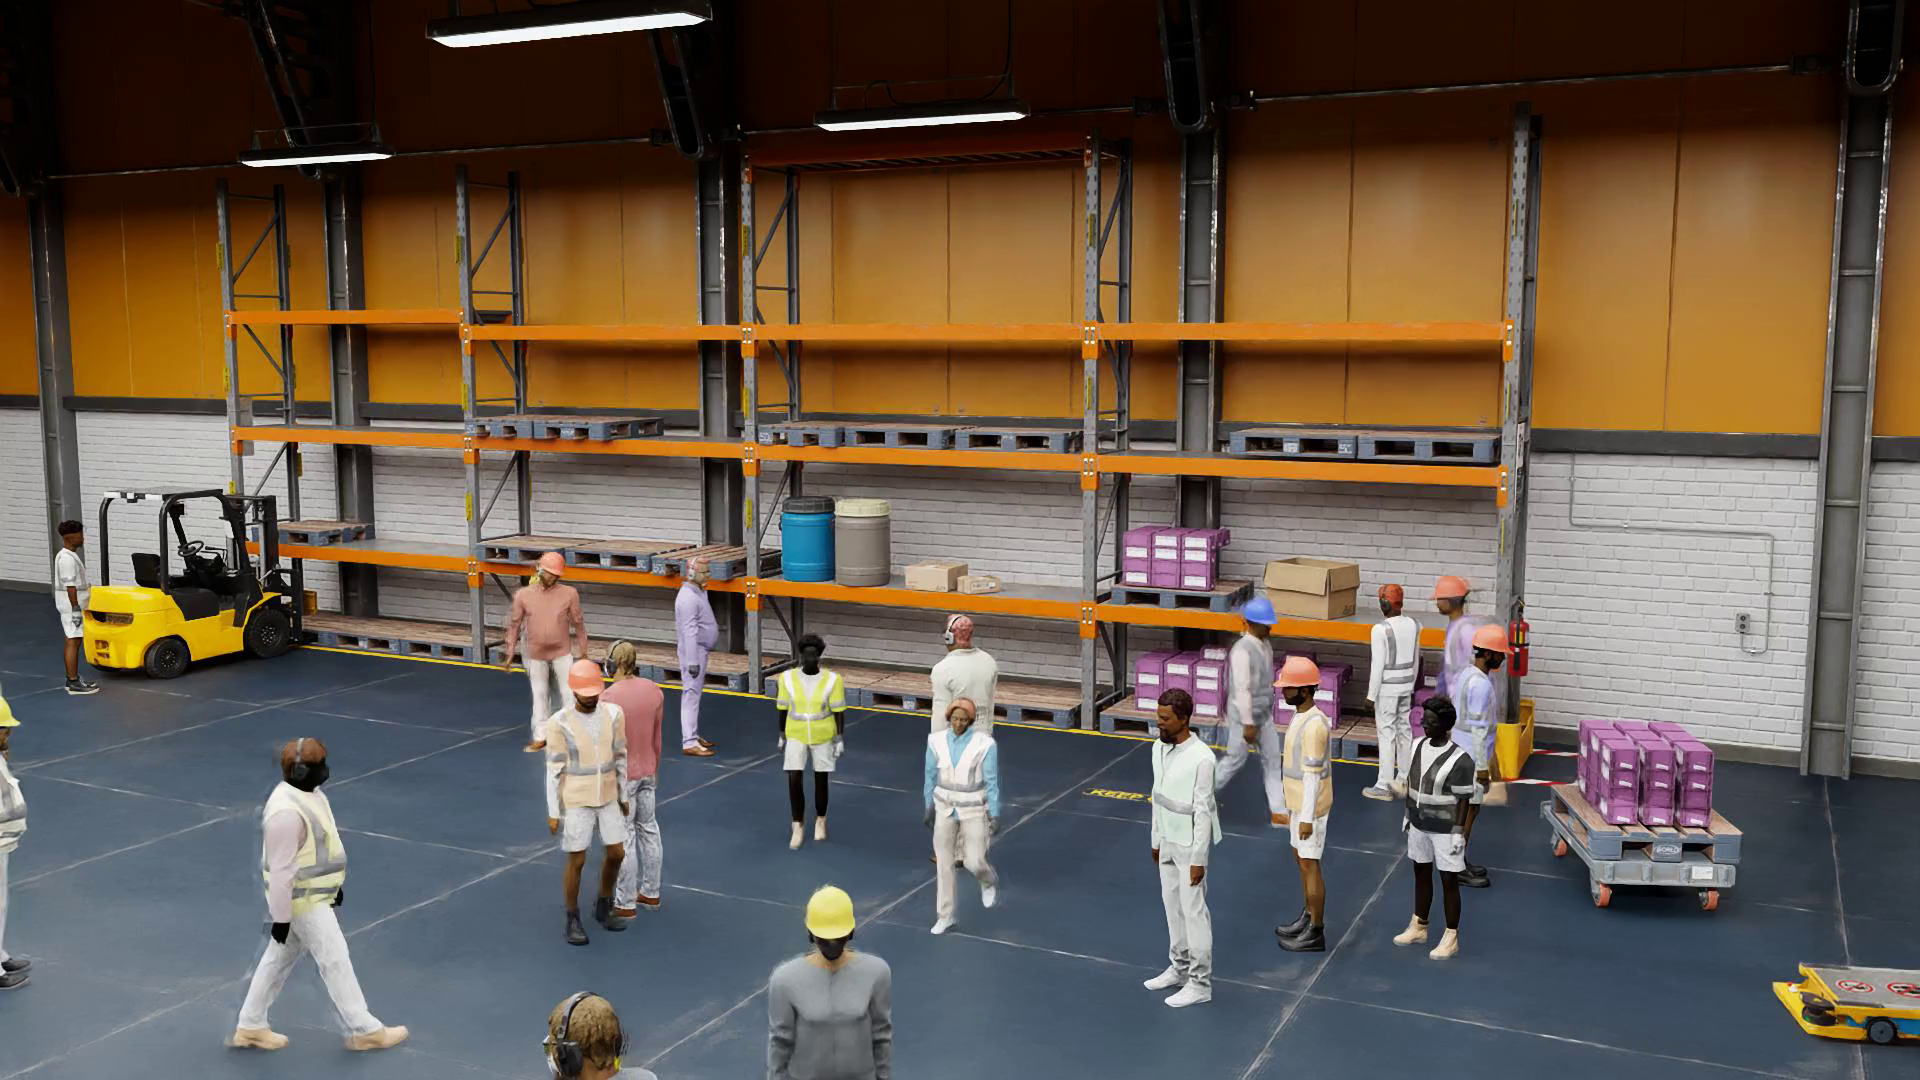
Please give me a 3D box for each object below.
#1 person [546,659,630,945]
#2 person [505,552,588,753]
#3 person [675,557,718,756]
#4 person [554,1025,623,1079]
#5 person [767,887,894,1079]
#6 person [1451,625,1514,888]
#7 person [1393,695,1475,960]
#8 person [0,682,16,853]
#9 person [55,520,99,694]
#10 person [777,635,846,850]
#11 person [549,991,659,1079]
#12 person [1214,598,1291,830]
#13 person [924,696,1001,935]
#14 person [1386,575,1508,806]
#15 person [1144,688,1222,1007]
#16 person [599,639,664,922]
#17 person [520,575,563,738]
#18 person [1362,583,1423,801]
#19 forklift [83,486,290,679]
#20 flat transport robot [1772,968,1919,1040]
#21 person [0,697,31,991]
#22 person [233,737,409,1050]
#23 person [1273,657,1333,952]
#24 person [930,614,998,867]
[{"bbox_3d":[-2.430,1.712,10.964,0.574,1.908,0.412,-5,9,-37],"label":"person"},{"bbox_3d":[-3.948,1.082,15.920,0.763,1.966,0.470,-1,7,-10],"label":"person"},{"bbox_3d":[-2.519,1.107,15.976,0.399,1.905,0.643,-1,7,-6],"label":"person"},{"bbox_3d":[-1.103,2.416,5.462,0.540,1.842,0.425,7,10,44],"label":"person"},{"bbox_3d":[-0.549,2.271,7.003,0.527,1.752,0.555,-2,7,-14],"label":"person"},{"bbox_3d":[3.793,1.567,12.136,0.418,1.920,0.541,1,7,12],"label":"person"},{"bbox_3d":[3.067,1.842,10.739,0.320,1.698,0.531,-4,8,-30],"label":"person"},{"bbox_3d":[-7.557,1.569,12.717,0.523,1.769,0.316,-2,7,-12],"label":"person"},{"bbox_3d":[-9.955,0.748,18.692,0.367,1.963,0.604,-4,8,-32],"label":"person"},{"bbox_3d":[-1.169,1.578,13.007,0.553,1.672,0.671,0,7,-1],"label":"person"},{"bbox_3d":[-1.154,2.387,5.317,0.386,1.927,0.641,2,7,20],"label":"person"},{"bbox_3d":[2.336,1.398,13.552,0.943,1.909,0.623,5,8,33],"label":"person"},{"bbox_3d":[0.037,1.820,11.220,0.560,1.618,0.525,3,7,22],"label":"person"},{"bbox_3d":[4.195,1.288,14.139,1.050,1.974,0.613,1,7,11],"label":"person"},{"bbox_3d":[1.347,1.829,10.012,0.390,1.911,0.585,-3,8,-25],"label":"person"},{"bbox_3d":[-2.289,1.642,11.411,0.379,1.940,0.629,5,8,34],"label":"person"},{"bbox_3d":[-4.052,1.174,16.245,0.497,1.702,0.377,-6,9,-43],"label":"person"},{"bbox_3d":[3.733,1.307,14.388,0.573,1.887,0.356,-5,8,-35],"label":"person"},{"bbox_3d":[-9.426,0.454,20.179,1.214,2.155,2.313,3,8,26],"label":"forklift"},{"bbox_3d":[5.552,2.688,9.594,1.431,0.197,0.652,1,7,10],"label":"flat transport robot"},{"bbox_3d":[-5.933,1.850,10.187,0.403,1.818,0.603,-4,8,-28],"label":"person"},{"bbox_3d":[-3.639,1.975,9.267,0.953,1.795,0.643,-2,7,-12],"label":"person"},{"bbox_3d":[2.228,1.716,10.864,0.388,1.929,0.539,0,7,0],"label":"person"},{"bbox_3d":[-0.009,1.512,12.608,0.399,1.909,0.642,7,10,44],"label":"person"}]
